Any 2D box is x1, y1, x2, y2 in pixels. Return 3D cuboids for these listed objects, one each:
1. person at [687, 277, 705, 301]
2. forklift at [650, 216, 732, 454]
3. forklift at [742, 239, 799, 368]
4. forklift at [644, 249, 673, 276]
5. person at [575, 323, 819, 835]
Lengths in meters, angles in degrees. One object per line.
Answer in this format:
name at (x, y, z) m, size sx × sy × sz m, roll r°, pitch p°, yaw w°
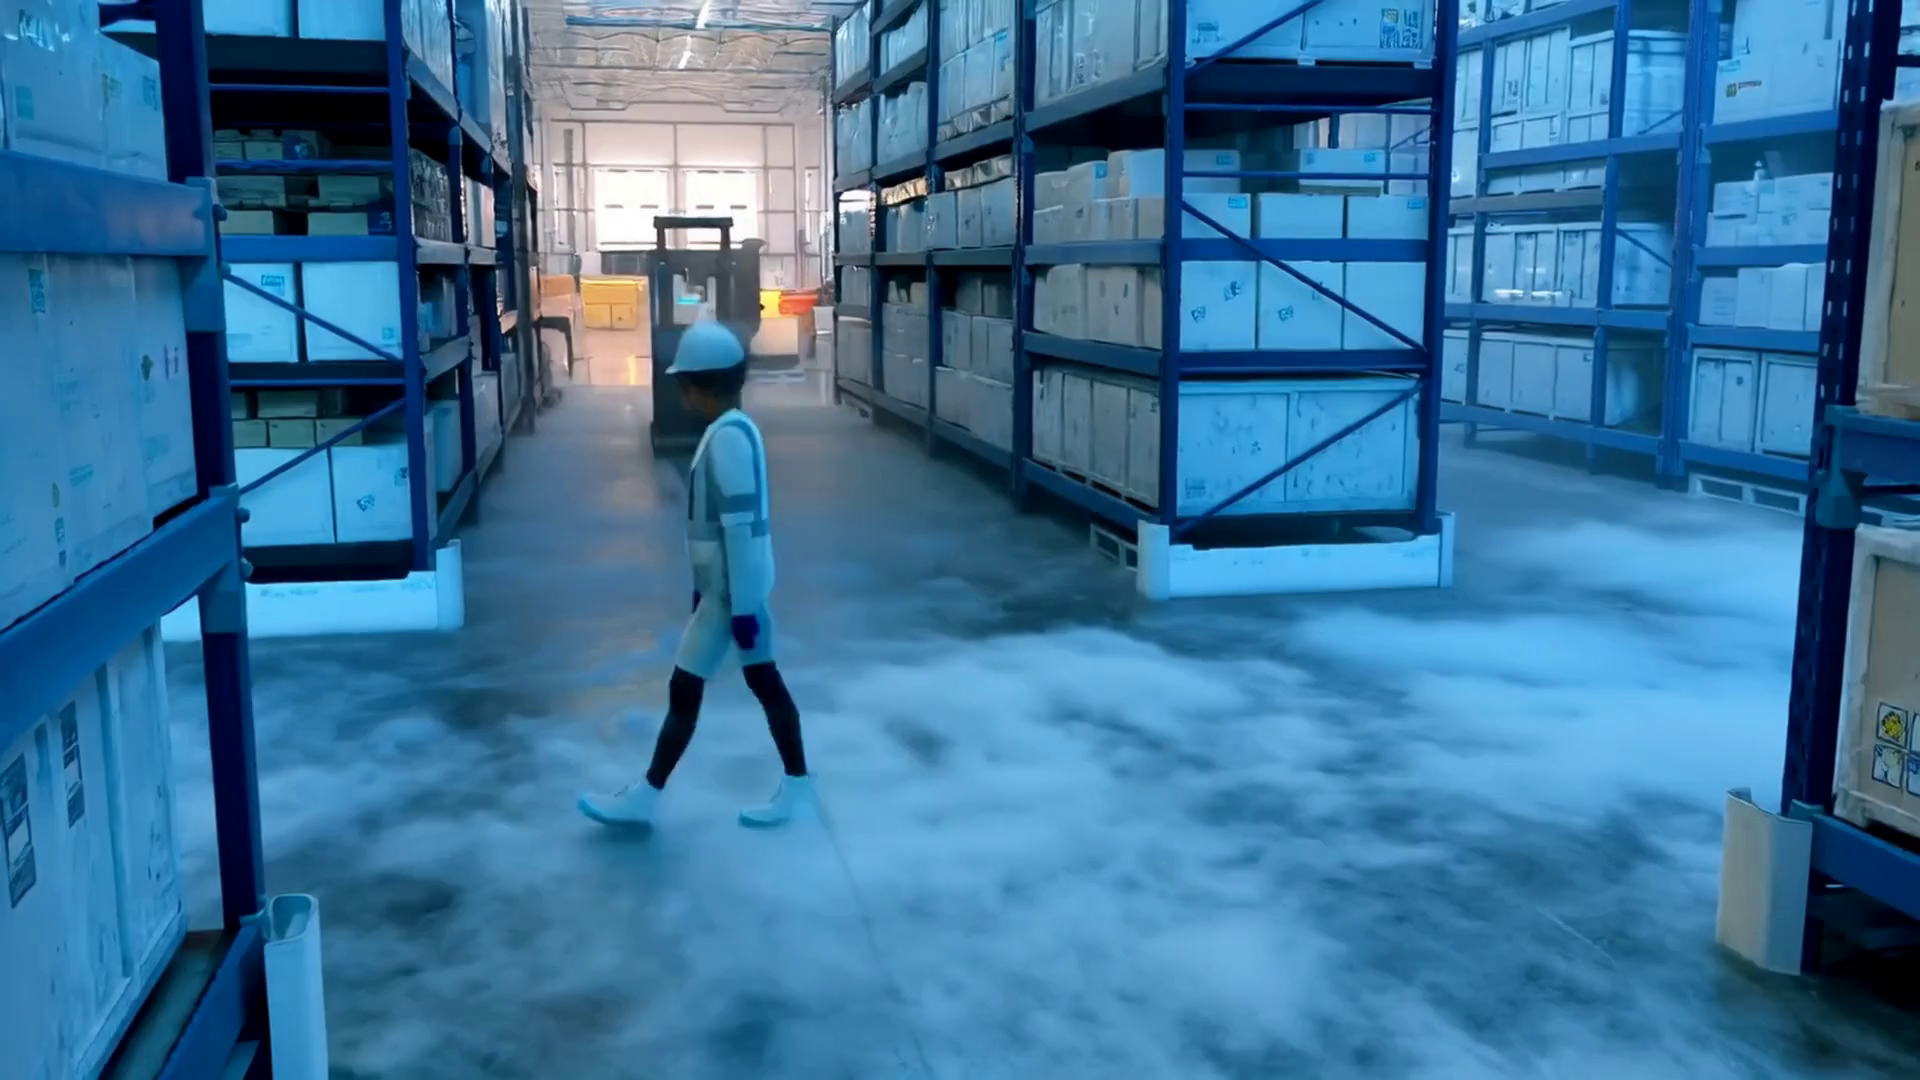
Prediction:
person at (-8.088, -7.095, 50.975) m, size 0.630 × 1.930 × 0.383 m, roll 5°, pitch 10°, yaw 27°
forklift at (-3.228, -2.532, 20.257) m, size 1.129 × 2.768 × 1.873 m, roll -2°, pitch 10°, yaw -12°
forklift at (-4.510, -5.153, 36.233) m, size 1.873 × 2.768 × 1.129 m, roll -2°, pitch 10°, yaw -13°
forklift at (-10.091, -8.375, 55.870) m, size 1.129 × 2.768 × 1.873 m, roll -7°, pitch 12°, yaw -38°
person at (-1.026, 0.168, 6.487) m, size 1.018 × 1.992 × 0.629 m, roll 0°, pitch 9°, yaw -3°
